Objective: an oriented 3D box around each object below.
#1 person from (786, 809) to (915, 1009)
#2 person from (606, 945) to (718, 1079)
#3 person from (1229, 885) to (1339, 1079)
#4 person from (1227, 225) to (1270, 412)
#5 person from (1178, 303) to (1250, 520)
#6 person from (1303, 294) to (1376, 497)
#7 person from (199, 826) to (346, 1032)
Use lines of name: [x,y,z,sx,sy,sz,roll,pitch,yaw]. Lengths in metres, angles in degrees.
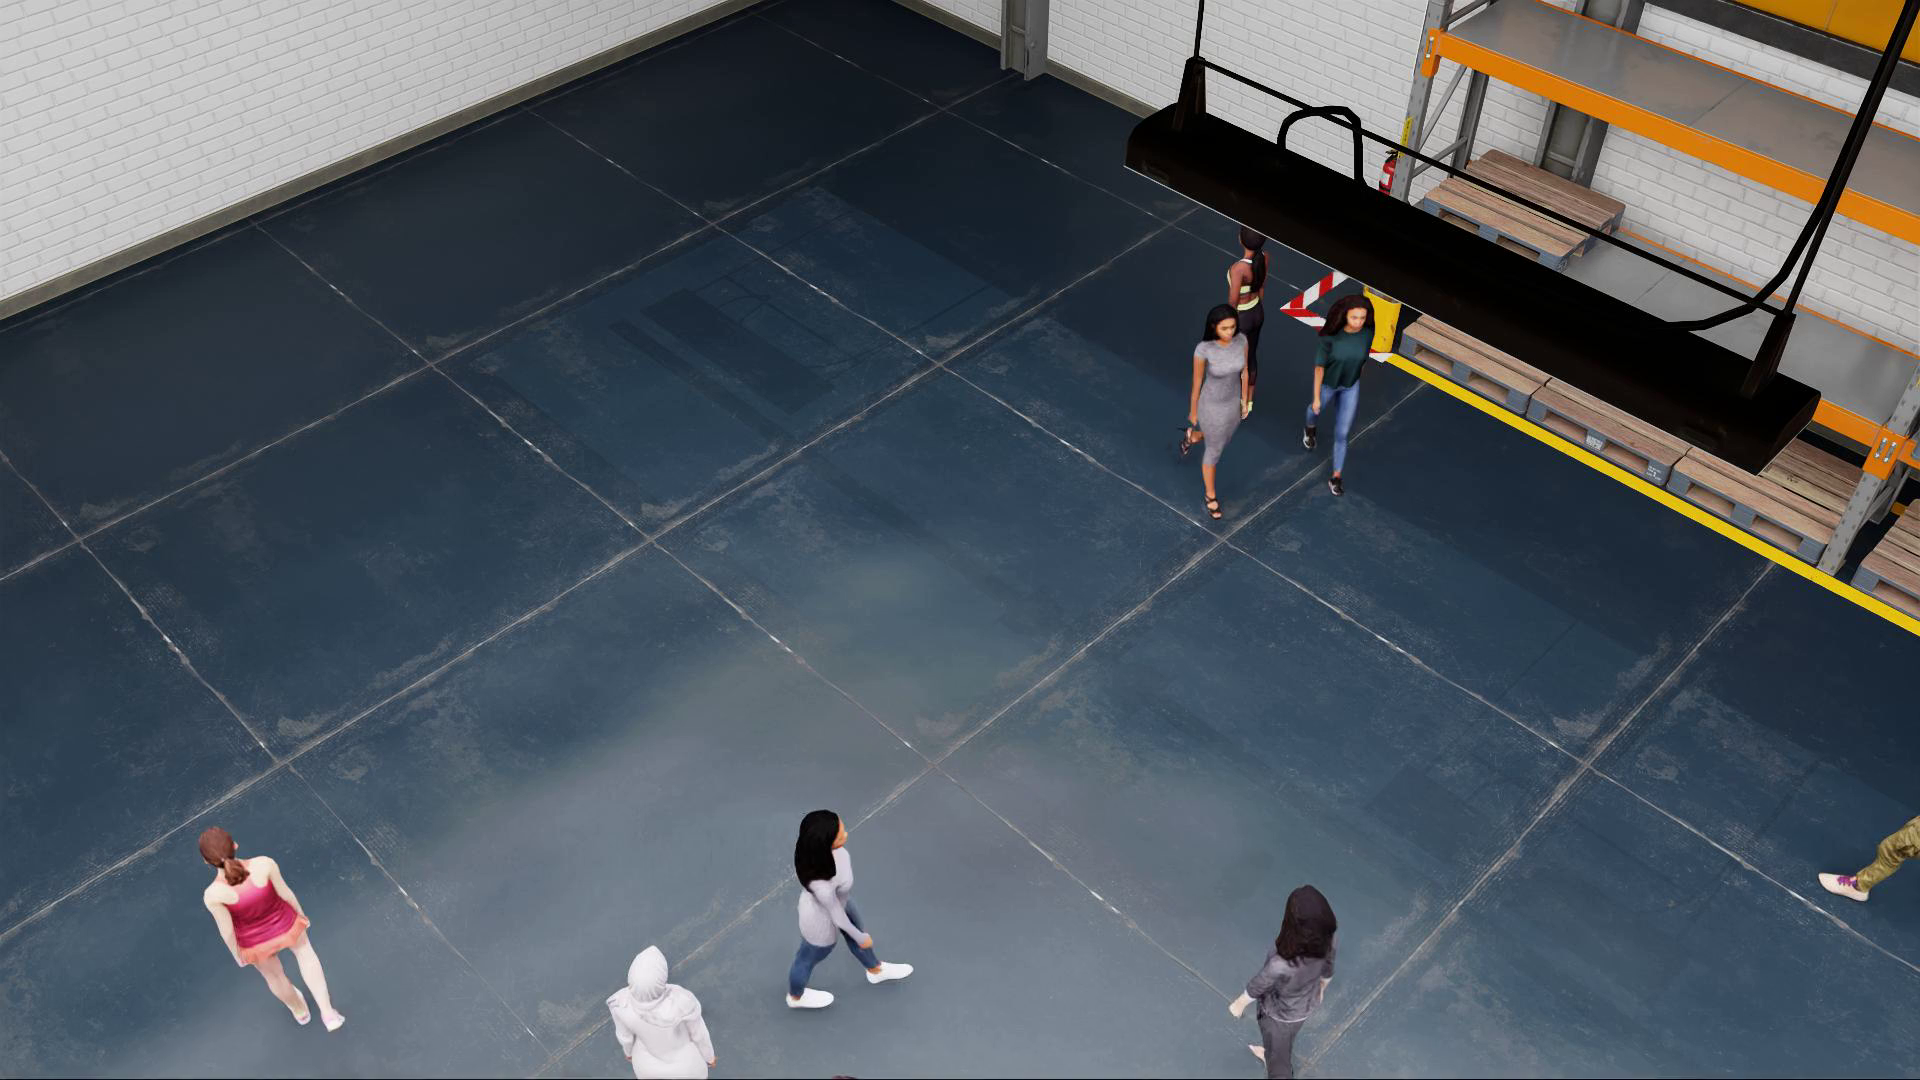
person: [-0.834,2.045,8.942,1.020,1.709,0.987,-3,44,-3]
person: [-1.462,2.592,8.319,0.671,1.775,0.745,2,44,3]
person: [1.741,2.445,8.495,0.650,1.745,0.696,-30,51,-28]
person: [2.190,-1.685,12.824,0.581,1.753,0.533,-29,51,-27]
person: [1.835,-1.009,12.112,0.831,1.759,1.073,-17,46,-17]
person: [2.787,-1.200,12.448,1.068,1.571,1.157,-2,44,-2]
person: [-3.645,2.125,8.830,0.596,1.747,0.817,-30,51,-28]
